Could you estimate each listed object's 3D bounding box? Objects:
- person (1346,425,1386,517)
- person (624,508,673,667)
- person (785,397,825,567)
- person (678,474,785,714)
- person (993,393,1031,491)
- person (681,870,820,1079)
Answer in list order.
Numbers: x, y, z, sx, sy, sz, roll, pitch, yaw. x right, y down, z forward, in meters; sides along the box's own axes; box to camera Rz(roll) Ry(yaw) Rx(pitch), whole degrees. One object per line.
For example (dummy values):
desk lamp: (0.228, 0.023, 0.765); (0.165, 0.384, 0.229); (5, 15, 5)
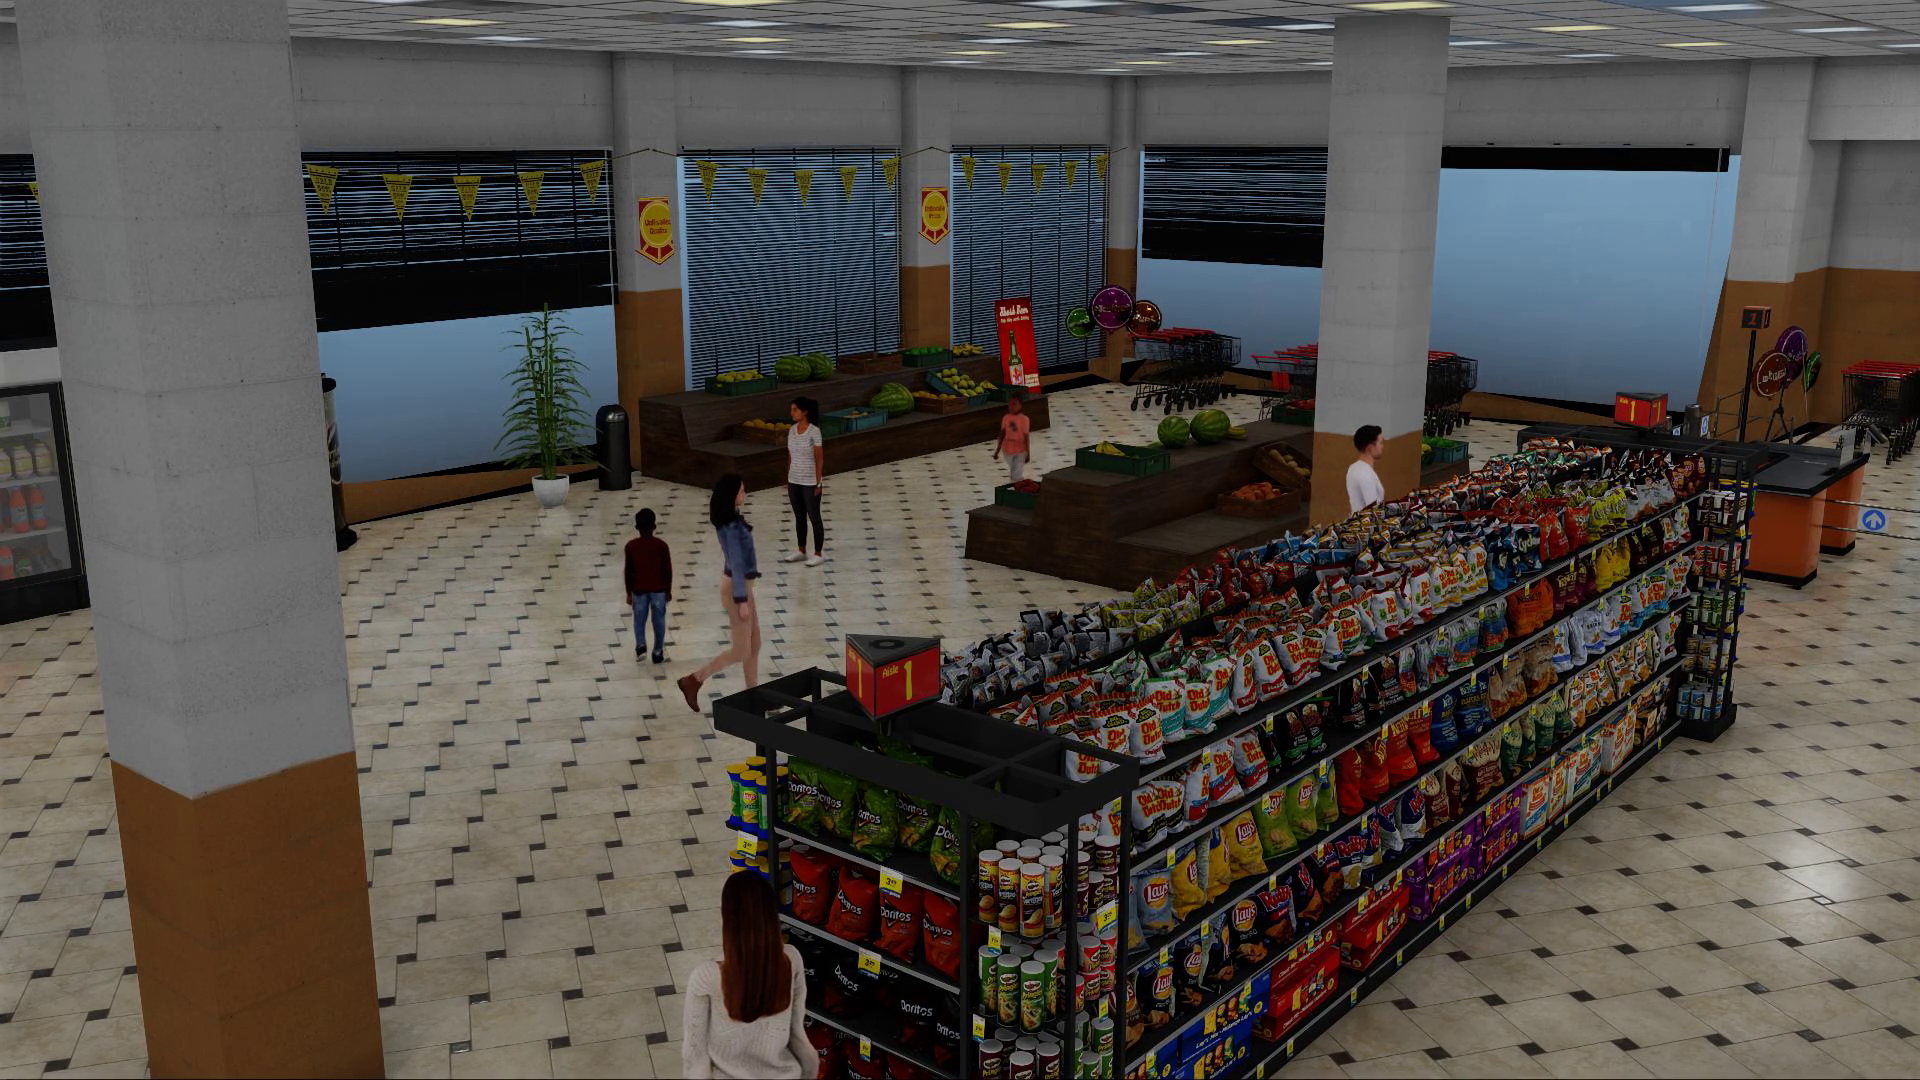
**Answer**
person: (3.100, 0.025, 13.152); (1.172, 1.823, 1.231); (1, 14, 5)
person: (-2.416, 0.384, 12.885); (0.631, 1.252, 0.691); (-1, 14, -4)
person: (-1.483, -0.572, 15.995); (0.560, 1.642, 0.500); (11, 18, 39)
person: (-1.633, 0.418, 11.668); (1.069, 1.758, 0.974); (-3, 14, -11)
person: (0.655, -0.989, 18.484); (0.508, 1.280, 0.873); (10, 17, 35)
person: (-0.702, 1.918, 5.624); (0.604, 1.693, 0.743); (-8, 16, -29)
